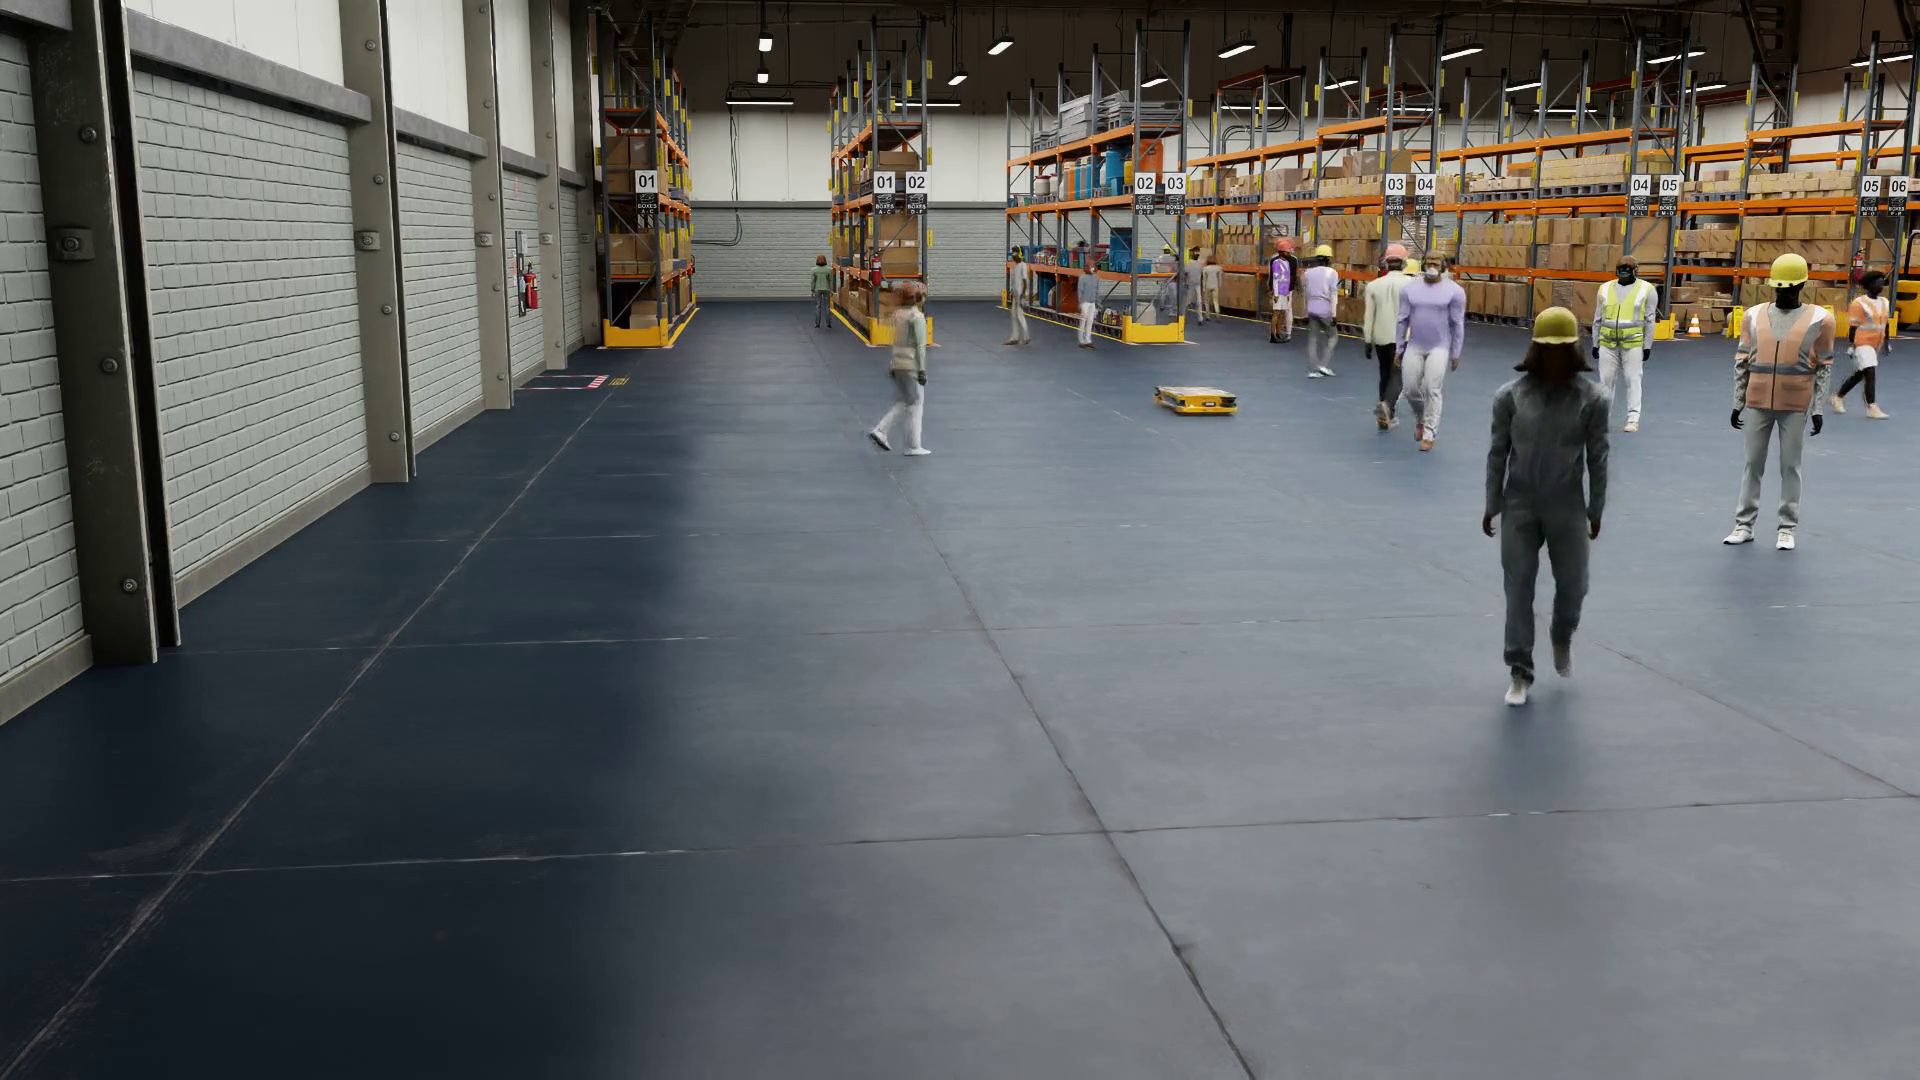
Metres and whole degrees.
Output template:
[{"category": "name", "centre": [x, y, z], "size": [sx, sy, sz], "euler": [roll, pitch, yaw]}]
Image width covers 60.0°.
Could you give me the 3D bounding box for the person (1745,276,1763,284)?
[{"category": "person", "centre": [18.995, -6.002, 39.694], "size": [0.518, 1.603, 0.815], "euler": [-2, 10, -9]}]

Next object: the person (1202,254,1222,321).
[{"category": "person", "centre": [6.028, -6.024, 39.782], "size": [0.503, 1.609, 0.631], "euler": [-1, 10, -4]}]

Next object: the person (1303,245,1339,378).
[{"category": "person", "centre": [5.216, -3.277, 23.909], "size": [0.570, 1.905, 0.630], "euler": [-9, 14, -41]}]

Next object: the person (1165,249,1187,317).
[{"category": "person", "centre": [5.500, -6.482, 41.942], "size": [0.538, 1.731, 0.694], "euler": [-6, 12, -31]}]

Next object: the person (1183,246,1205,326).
[{"category": "person", "centre": [5.357, -5.852, 38.283], "size": [0.546, 1.829, 0.973], "euler": [-3, 11, -18]}]

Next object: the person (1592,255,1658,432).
[{"category": "person", "centre": [6.920, -2.046, 17.386], "size": [0.630, 1.835, 0.429], "euler": [8, 13, 38]}]

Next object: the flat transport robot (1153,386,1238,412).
[{"category": "flat transport robot", "centre": [2.753, -1.657, 19.533], "size": [0.652, 0.197, 1.431], "euler": [-1, 10, -7]}]

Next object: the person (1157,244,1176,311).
[{"category": "person", "centre": [5.639, -7.130, 45.283], "size": [0.586, 1.823, 0.403], "euler": [0, 10, 3]}]

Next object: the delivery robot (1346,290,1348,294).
[{"category": "delivery robot", "centre": [11.915, -7.370, 49.814], "size": [0.707, 0.478, 0.477], "euler": [10, 14, 43]}]

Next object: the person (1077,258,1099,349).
[{"category": "person", "centre": [2.336, -4.306, 30.317], "size": [0.506, 1.632, 0.265], "euler": [-10, 14, -42]}]

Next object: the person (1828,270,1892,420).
[{"category": "person", "centre": [10.198, -2.214, 18.771], "size": [0.537, 1.663, 0.830], "euler": [-5, 11, -24]}]

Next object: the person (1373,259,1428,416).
[{"category": "person", "centre": [5.134, -2.320, 19.027], "size": [0.940, 1.785, 0.610], "euler": [-5, 11, -25]}]

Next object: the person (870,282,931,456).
[{"category": "person", "centre": [-0.527, -1.577, 15.386], "size": [0.471, 1.618, 0.557], "euler": [-5, 12, -27]}]

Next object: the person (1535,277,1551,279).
[{"category": "person", "centre": [14.228, -6.360, 40.739], "size": [0.542, 1.939, 0.365], "euler": [-1, 10, -3]}]

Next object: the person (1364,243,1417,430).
[{"category": "person", "centre": [4.528, -2.123, 17.437], "size": [0.612, 1.967, 0.827], "euler": [6, 12, 32]}]

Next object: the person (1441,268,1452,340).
[{"category": "person", "centre": [9.252, -4.698, 32.204], "size": [0.825, 1.715, 0.565], "euler": [-2, 11, -11]}]

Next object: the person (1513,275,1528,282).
[{"category": "person", "centre": [15.793, -7.436, 46.691], "size": [0.557, 1.916, 0.703], "euler": [-4, 11, -21]}]

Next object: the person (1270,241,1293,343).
[{"category": "person", "centre": [6.167, -4.727, 31.790], "size": [0.375, 1.935, 0.551], "euler": [7, 13, 35]}]

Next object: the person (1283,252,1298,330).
[{"category": "person", "centre": [7.057, -5.491, 36.015], "size": [0.624, 1.931, 0.371], "euler": [-8, 13, -37]}]

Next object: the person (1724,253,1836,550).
[{"category": "person", "centre": [5.329, -0.894, 10.833], "size": [0.584, 1.918, 0.376], "euler": [8, 13, 39]}]

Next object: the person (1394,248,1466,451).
[{"category": "person", "centre": [4.488, -1.815, 15.872], "size": [0.646, 1.920, 0.522], "euler": [6, 12, 29]}]

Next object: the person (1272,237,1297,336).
[{"category": "person", "centre": [6.624, -5.134, 33.789], "size": [0.637, 2.018, 0.624], "euler": [7, 13, 34]}]

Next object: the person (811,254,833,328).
[{"category": "person", "centre": [-3.061, -5.517, 36.948], "size": [0.500, 1.636, 0.280], "euler": [-1, 10, -5]}]

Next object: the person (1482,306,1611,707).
[{"category": "person", "centre": [2.556, -0.152, 7.274], "size": [0.503, 1.732, 0.524], "euler": [4, 11, 22]}]

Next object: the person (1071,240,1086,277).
[{"category": "person", "centre": [3.333, -7.263, 45.723], "size": [0.613, 1.934, 0.928], "euler": [-1, 10, -7]}]

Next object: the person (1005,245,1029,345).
[{"category": "person", "centre": [1.077, -4.576, 31.155], "size": [0.328, 1.871, 0.523], "euler": [-4, 11, -23]}]

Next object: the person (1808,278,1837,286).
[{"category": "person", "centre": [19.992, -5.954, 38.725], "size": [0.672, 1.852, 0.971], "euler": [2, 11, 12]}]

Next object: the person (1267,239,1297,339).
[{"category": "person", "centre": [6.408, -4.995, 33.130], "size": [0.611, 1.985, 0.393], "euler": [-4, 11, -20]}]
